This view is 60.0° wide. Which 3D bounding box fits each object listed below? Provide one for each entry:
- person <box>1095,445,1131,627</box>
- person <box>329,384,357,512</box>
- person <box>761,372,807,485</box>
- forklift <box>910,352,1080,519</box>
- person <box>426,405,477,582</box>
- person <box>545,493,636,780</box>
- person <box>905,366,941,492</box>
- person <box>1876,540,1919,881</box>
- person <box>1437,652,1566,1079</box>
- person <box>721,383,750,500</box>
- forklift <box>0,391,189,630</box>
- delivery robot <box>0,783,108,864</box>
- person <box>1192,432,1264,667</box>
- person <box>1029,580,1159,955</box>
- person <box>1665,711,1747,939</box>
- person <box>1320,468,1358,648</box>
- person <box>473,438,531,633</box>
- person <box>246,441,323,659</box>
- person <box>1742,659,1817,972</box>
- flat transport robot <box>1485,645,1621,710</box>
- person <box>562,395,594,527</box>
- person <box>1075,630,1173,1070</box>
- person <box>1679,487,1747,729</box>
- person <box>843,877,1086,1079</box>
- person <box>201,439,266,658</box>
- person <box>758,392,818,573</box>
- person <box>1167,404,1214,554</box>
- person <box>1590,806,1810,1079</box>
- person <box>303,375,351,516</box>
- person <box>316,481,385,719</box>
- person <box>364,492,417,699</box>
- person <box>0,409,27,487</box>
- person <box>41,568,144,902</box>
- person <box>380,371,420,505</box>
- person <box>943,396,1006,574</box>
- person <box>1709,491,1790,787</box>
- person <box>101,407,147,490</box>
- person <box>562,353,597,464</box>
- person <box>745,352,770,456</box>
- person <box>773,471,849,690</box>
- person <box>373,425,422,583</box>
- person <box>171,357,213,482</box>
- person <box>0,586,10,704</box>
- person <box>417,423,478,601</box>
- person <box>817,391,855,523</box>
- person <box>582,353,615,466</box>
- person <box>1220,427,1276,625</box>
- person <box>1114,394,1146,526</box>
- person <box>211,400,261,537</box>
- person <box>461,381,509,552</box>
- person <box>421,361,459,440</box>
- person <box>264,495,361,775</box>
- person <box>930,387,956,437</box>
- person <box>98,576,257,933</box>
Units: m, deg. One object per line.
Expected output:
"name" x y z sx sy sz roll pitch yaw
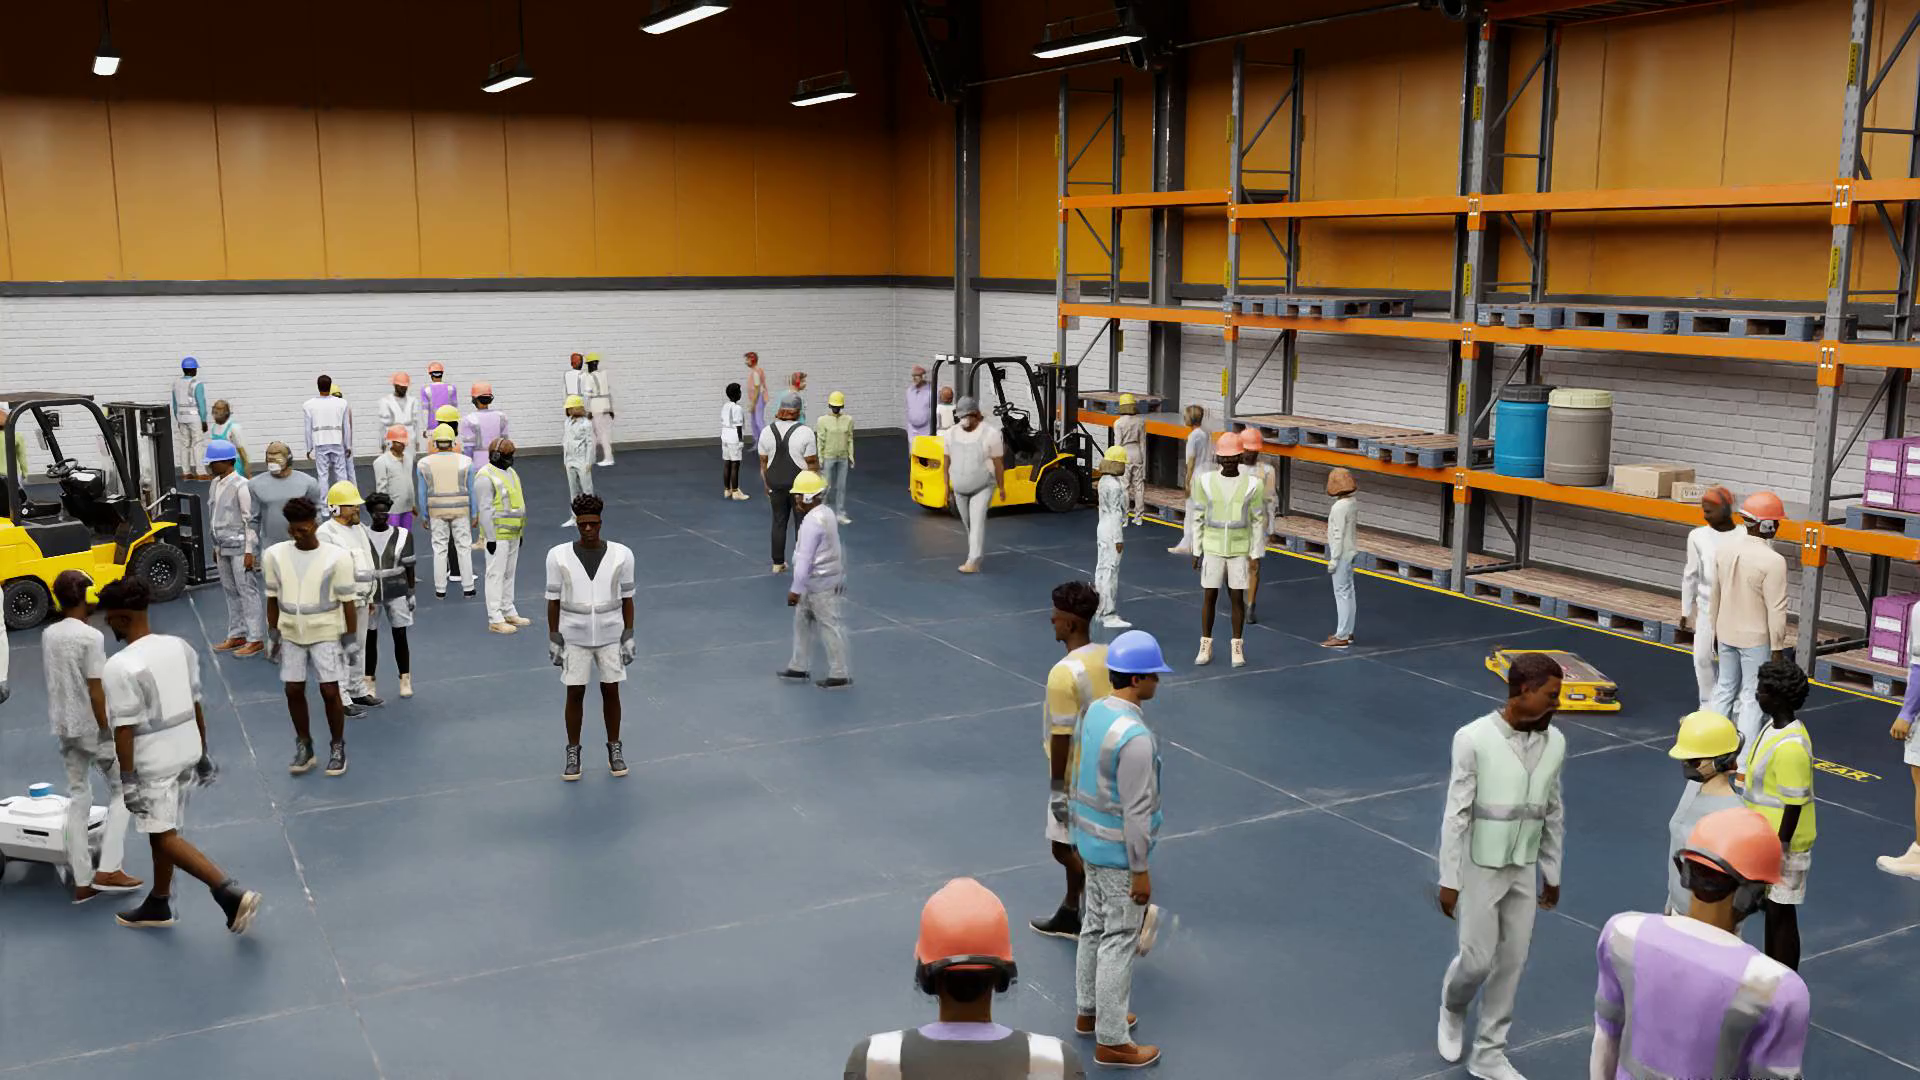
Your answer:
"person" 1.469 -0.040 15.956 0.302 1.742 0.486 -2 10 -12
"person" -8.575 -1.265 22.943 0.329 1.765 0.525 4 11 20
"person" -2.528 -1.606 24.793 0.850 1.807 0.555 -1 10 -5
"forklift" 0.460 -1.461 22.833 2.313 2.155 1.214 -5 11 -28
"person" -5.560 -0.506 18.101 0.586 1.928 0.380 9 13 42
"person" -2.506 0.650 11.332 0.604 1.966 0.367 -3 10 -16
"person" -0.536 -1.675 24.943 0.663 1.887 0.587 6 12 33
"person" 5.563 0.933 9.509 0.605 2.037 0.392 -5 11 -27
"person" 2.310 1.413 7.171 0.681 1.887 0.557 -5 11 -24
"person" -3.274 -1.427 24.065 0.322 1.697 0.533 -6 11 -30
"forklift" -9.026 -0.363 16.508 1.214 2.155 2.313 6 11 29
"delivery robot" -5.227 1.630 9.481 0.707 0.478 0.477 3 10 17
"person" 2.305 0.084 14.370 0.605 2.045 0.380 2 10 12
"person" 0.678 1.170 8.431 0.726 1.949 0.613 6 12 32
"person" 2.999 1.547 6.764 0.319 1.763 0.522 0 10 1
"person" 3.457 0.163 15.099 0.285 1.632 0.499 6 11 29
"person" -4.317 -0.050 15.740 0.429 1.839 0.622 2 10 10
"person" -5.949 0.083 14.685 0.633 1.936 0.355 -2 10 -14
"person" 3.838 1.393 7.822 0.322 1.699 0.536 3 10 18
"flat transport robot" 4.808 1.112 13.553 0.652 0.197 1.431 0 10 2
"person" -4.966 -1.014 21.562 0.492 1.740 0.325 6 12 33
"person" 0.723 1.354 7.369 0.422 1.938 0.605 -2 10 -12
"person" 5.752 0.517 12.456 0.619 1.855 0.495 9 13 41
"person" 0.004 1.874 4.131 0.618 2.022 0.708 0 10 0
"person" -6.442 0.071 14.728 0.615 1.942 0.407 7 12 37
"person" -1.865 -0.640 18.550 0.682 2.000 0.537 3 10 19
"person" 2.884 -0.685 19.480 0.851 1.816 0.521 5 11 27
"person" 2.133 1.752 4.850 0.436 2.022 0.626 -8 13 -40
"person" -8.572 -1.279 22.575 0.590 1.920 0.399 -4 11 -23
"person" -4.718 0.451 12.865 0.404 1.833 0.592 1 10 8
"person" -4.620 0.443 13.320 0.534 1.694 0.321 -3 10 -18
"person" -11.967 -0.828 20.818 0.519 1.616 0.542 -9 13 -42
"person" -4.874 1.081 9.247 0.538 1.833 0.452 4 10 20
"person" -7.930 -1.440 23.544 0.547 1.909 0.537 -9 13 -41
"person" 0.175 -0.687 18.818 0.724 2.000 1.014 4 11 24
"person" 5.316 0.660 11.194 0.388 1.992 0.625 -3 10 -16
"person" -10.096 -0.759 20.066 0.421 1.741 0.535 3 10 15
"person" -6.413 -2.200 27.975 0.575 1.885 0.355 5 11 28
"person" -3.586 -2.416 29.441 0.430 1.831 0.607 -1 10 -8
"person" -1.267 0.336 13.594 0.772 1.799 0.614 1 10 3
"person" -5.998 -0.366 17.805 0.345 1.746 0.573 4 11 20
"person" -11.971 -1.875 25.922 0.606 1.947 0.406 4 11 22
"person" -6.247 0.864 10.290 0.642 1.905 0.401 -4 11 -22
"person" -5.249 -0.286 17.108 0.589 1.833 0.404 -2 10 -12
"person" -1.622 -1.076 21.867 0.526 1.761 0.337 -5 11 -28
"person" -6.156 -2.188 27.886 0.837 1.878 0.722 3 10 18
"person" 2.774 -0.170 16.198 0.562 1.918 0.707 0 10 1
"person" 2.198 -1.047 21.764 0.483 1.738 0.311 -5 11 -27
"person" -8.921 -0.839 20.417 0.576 1.803 0.706 8 12 37
"person" -5.690 -0.880 19.925 0.373 2.044 0.606 9 13 42
"person" -7.856 -1.729 25.133 0.542 1.931 0.375 -5 11 -27
"person" -4.422 0.654 11.366 0.633 1.943 0.453 0 10 -1
"person" -0.185 -1.391 24.023 0.518 1.640 0.307 -2 10 -13
"person" -4.075 1.137 8.640 0.863 1.931 0.624 2 10 10
